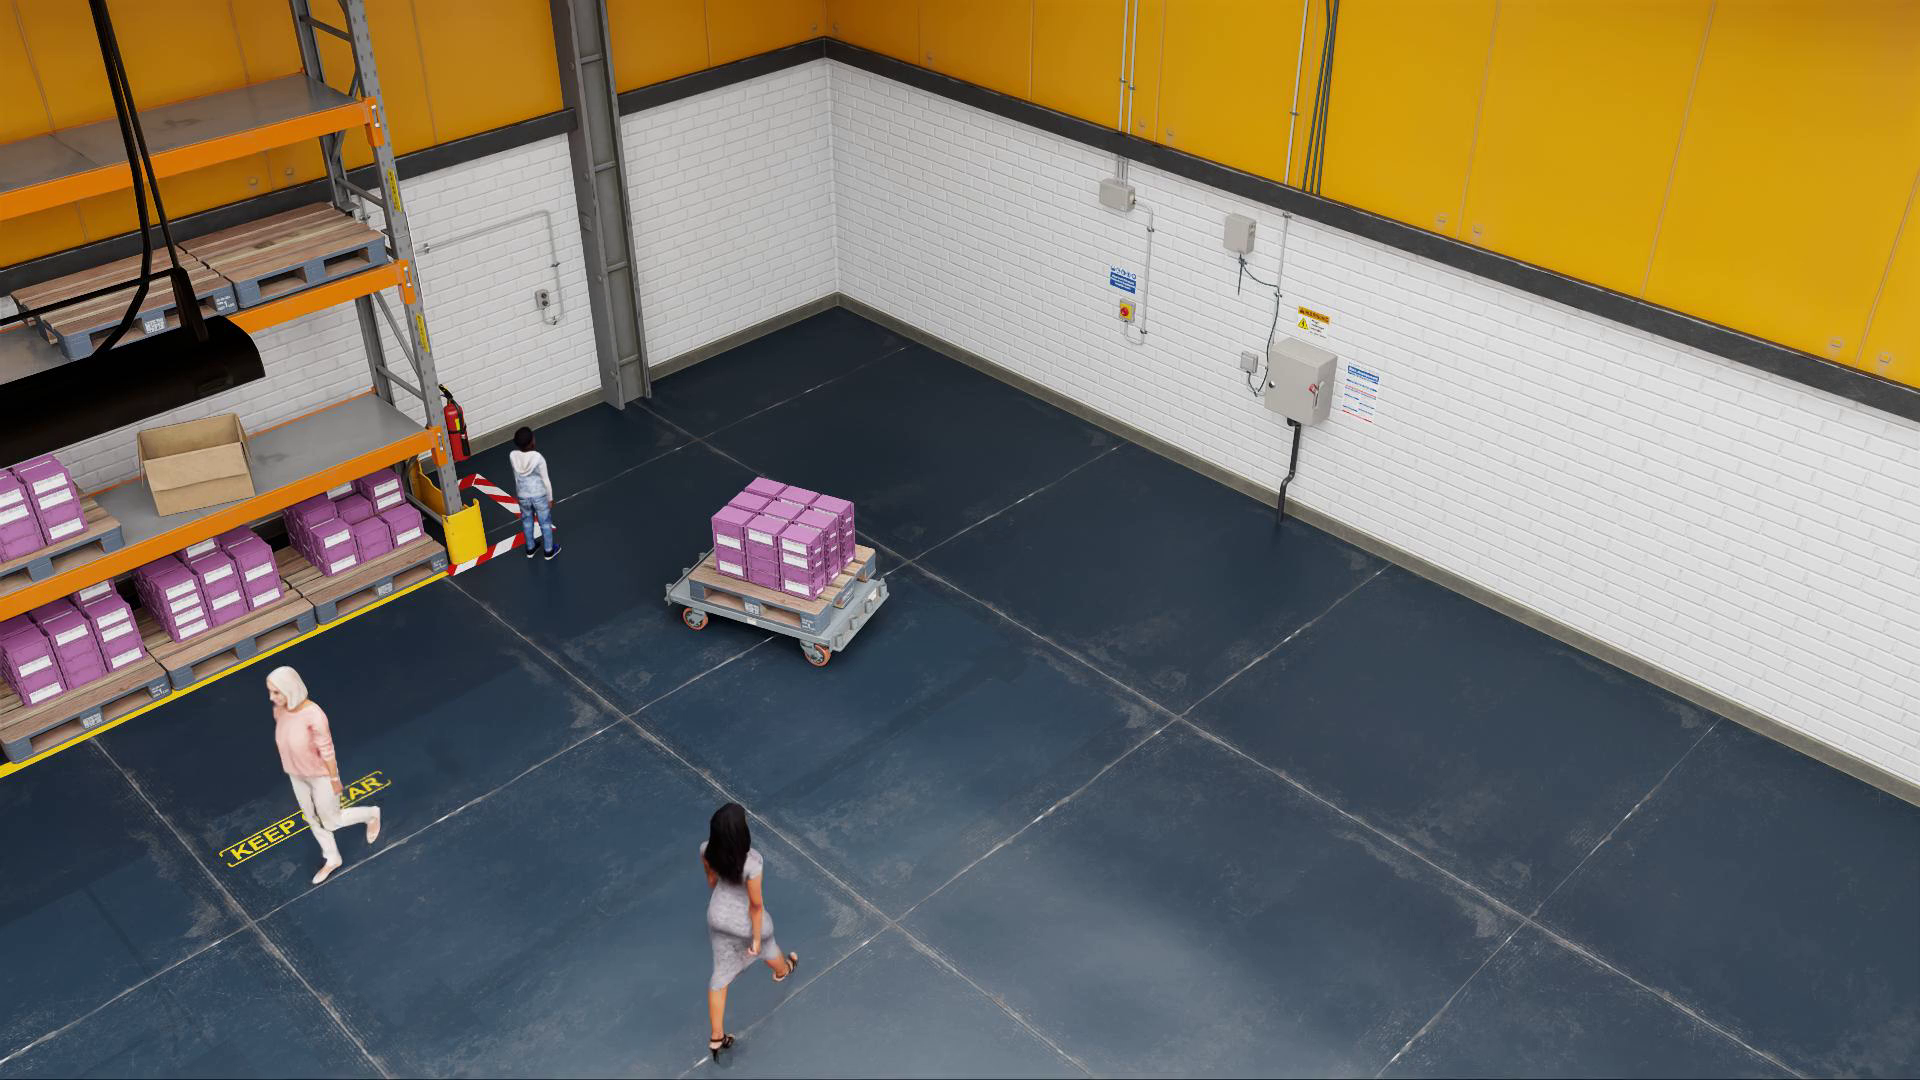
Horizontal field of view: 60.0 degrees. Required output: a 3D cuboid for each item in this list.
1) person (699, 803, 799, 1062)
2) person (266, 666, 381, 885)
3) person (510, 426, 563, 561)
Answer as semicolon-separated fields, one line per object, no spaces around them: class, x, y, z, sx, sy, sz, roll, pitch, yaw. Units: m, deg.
person;-1.356;2.326;9.759;0.895;1.733;1.190;13;36;19
person;-4.227;1.488;11.035;0.744;1.716;0.900;16;37;22
person;-3.679;-0.403;14.294;0.553;1.258;0.600;6;34;9
